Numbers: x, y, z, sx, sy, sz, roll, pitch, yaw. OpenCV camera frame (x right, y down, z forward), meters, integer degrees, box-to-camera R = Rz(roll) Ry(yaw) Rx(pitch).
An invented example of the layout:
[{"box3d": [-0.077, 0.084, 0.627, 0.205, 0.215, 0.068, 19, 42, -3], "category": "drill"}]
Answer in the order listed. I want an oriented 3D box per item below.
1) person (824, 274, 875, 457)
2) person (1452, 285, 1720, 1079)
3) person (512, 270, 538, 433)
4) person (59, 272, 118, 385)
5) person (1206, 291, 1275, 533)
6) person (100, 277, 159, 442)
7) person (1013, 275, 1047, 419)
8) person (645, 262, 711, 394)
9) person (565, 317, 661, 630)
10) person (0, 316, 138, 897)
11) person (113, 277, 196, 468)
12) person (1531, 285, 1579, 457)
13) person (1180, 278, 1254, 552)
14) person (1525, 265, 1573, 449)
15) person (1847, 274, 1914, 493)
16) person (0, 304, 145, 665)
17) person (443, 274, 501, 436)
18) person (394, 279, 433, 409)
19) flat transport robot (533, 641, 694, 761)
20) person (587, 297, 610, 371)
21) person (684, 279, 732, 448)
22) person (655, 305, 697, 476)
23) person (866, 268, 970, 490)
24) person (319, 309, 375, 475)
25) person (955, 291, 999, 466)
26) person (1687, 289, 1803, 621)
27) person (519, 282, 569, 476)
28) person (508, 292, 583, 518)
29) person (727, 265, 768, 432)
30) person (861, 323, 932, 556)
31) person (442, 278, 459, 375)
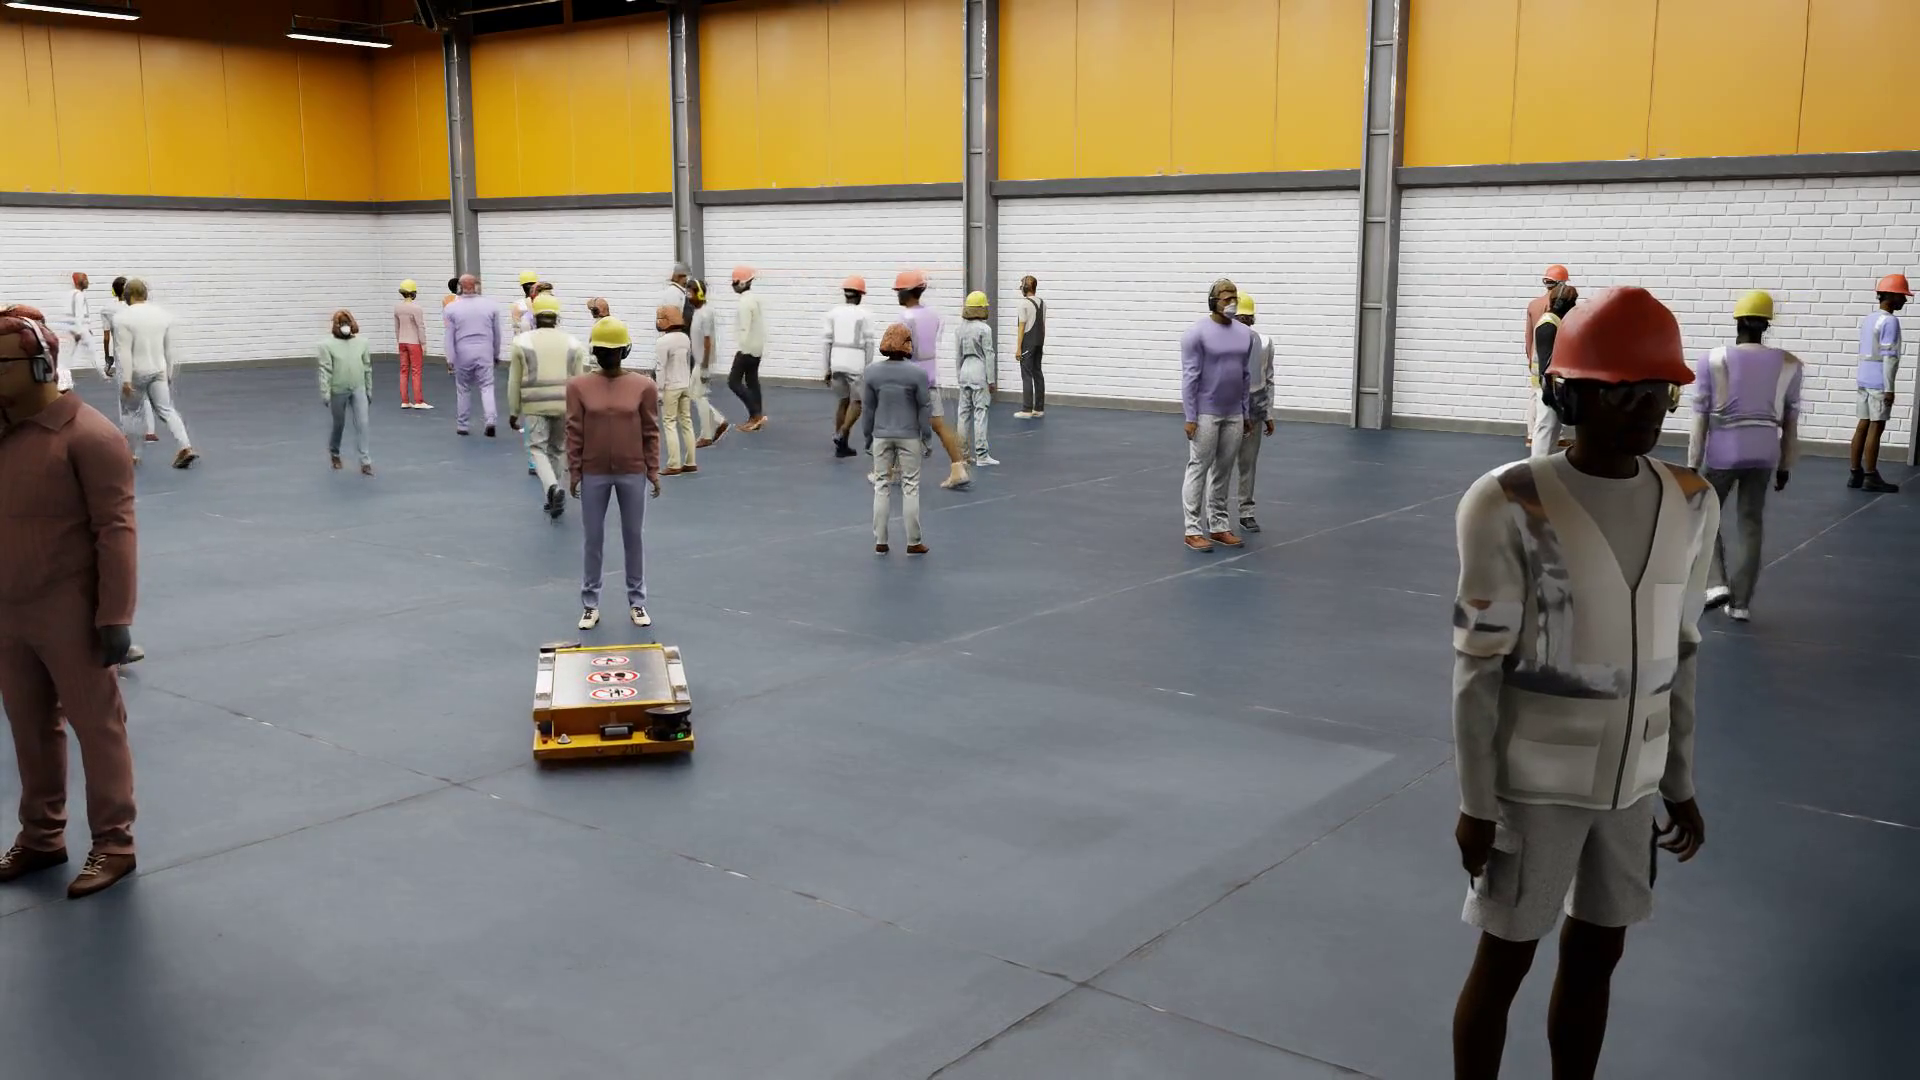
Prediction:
[{"box3d": [-1.156, -1.787, 17.188, 0.571, 1.908, 0.628, 5, 11, 26], "category": "person"}, {"box3d": [1.318, 0.497, 3.502, 0.609, 2.044, 0.394, -3, 10, -17], "category": "person"}, {"box3d": [-5.031, -2.211, 19.628, 0.383, 1.921, 0.585, 9, 13, 41], "category": "person"}, {"box3d": [-14.208, -3.410, 26.926, 0.577, 1.824, 1.033, 10, 14, 44], "category": "person"}, {"box3d": [2.104, -0.962, 12.607, 0.596, 1.831, 0.403, -1, 10, -7], "category": "person"}, {"box3d": [-9.298, -2.007, 18.610, 0.520, 1.864, 0.333, -4, 11, -24], "category": "person"}, {"box3d": [0.916, -2.485, 21.466, 0.332, 1.842, 0.505, 8, 13, 40], "category": "person"}, {"box3d": [-4.268, -3.199, 25.029, 0.849, 2.000, 0.687, 2, 10, 10], "category": "person"}, {"box3d": [-1.951, -0.373, 9.386, 0.524, 1.764, 0.329, -2, 10, -11], "category": "person"}, {"box3d": [-3.026, 0.224, 5.490, 0.641, 1.910, 0.401, 3, 10, 19], "category": "person"}, {"box3d": [-7.984, -1.638, 16.398, 0.987, 1.897, 0.631, 5, 11, 28], "category": "person"}, {"box3d": [5.431, -1.398, 15.145, 0.429, 1.836, 0.629, 7, 12, 34], "category": "person"}, {"box3d": [1.844, -0.891, 11.890, 0.629, 1.940, 0.377, -6, 12, -32], "category": "person"}, {"box3d": [6.439, -1.987, 18.108, 0.380, 1.995, 0.611, -7, 12, -35], "category": "person"}, {"box3d": [8.213, -1.396, 14.841, 0.375, 1.934, 0.547, 1, 10, 6], "category": "person"}, {"box3d": [-4.522, -0.229, 8.271, 0.873, 1.851, 0.615, 4, 11, 24], "category": "person"}, {"box3d": [-5.653, -2.139, 19.316, 0.668, 1.885, 0.678, -4, 11, -24], "category": "person"}, {"box3d": [-7.480, -2.662, 22.692, 0.525, 1.772, 0.306, 5, 11, 29], "category": "person"}, {"box3d": [-1.577, 0.691, 7.526, 0.652, 0.197, 1.431, -2, 10, -12], "category": "flat transport robot"}, {"box3d": [-3.950, -1.862, 18.418, 0.313, 1.637, 0.513, 0, 10, -1], "category": "person"}, {"box3d": [-2.784, -1.912, 18.096, 0.445, 1.847, 0.553, -4, 10, -20], "category": "person"}, {"box3d": [-2.739, -1.422, 15.901, 0.277, 1.628, 0.506, 5, 11, 27], "category": "person"}, {"box3d": [-0.368, -1.435, 14.931, 1.089, 1.997, 0.607, 8, 13, 39], "category": "person"}, {"box3d": [-5.956, -1.444, 16.123, 0.499, 1.593, 0.845, -7, 12, -35], "category": "person"}, {"box3d": [0.166, -1.616, 16.679, 0.487, 1.744, 0.294, 9, 13, 42], "category": "person"}, {"box3d": [4.511, -0.484, 9.610, 0.610, 1.906, 0.443, 1, 10, 9], "category": "person"}, {"box3d": [-4.017, -1.540, 15.942, 0.388, 1.843, 0.564, 2, 10, 10], "category": "person"}, {"box3d": [-3.265, -1.060, 13.236, 0.593, 1.813, 0.722, -6, 11, -31], "category": "person"}, {"box3d": [-2.524, -2.240, 19.639, 0.427, 1.981, 0.635, 2, 10, 9], "category": "person"}, {"box3d": [-0.439, -0.700, 11.662, 0.509, 1.632, 0.267, 3, 10, 15], "category": "person"}, {"box3d": [-8.813, -3.729, 29.113, 0.539, 1.696, 0.317, 6, 12, 32], "category": "person"}]
